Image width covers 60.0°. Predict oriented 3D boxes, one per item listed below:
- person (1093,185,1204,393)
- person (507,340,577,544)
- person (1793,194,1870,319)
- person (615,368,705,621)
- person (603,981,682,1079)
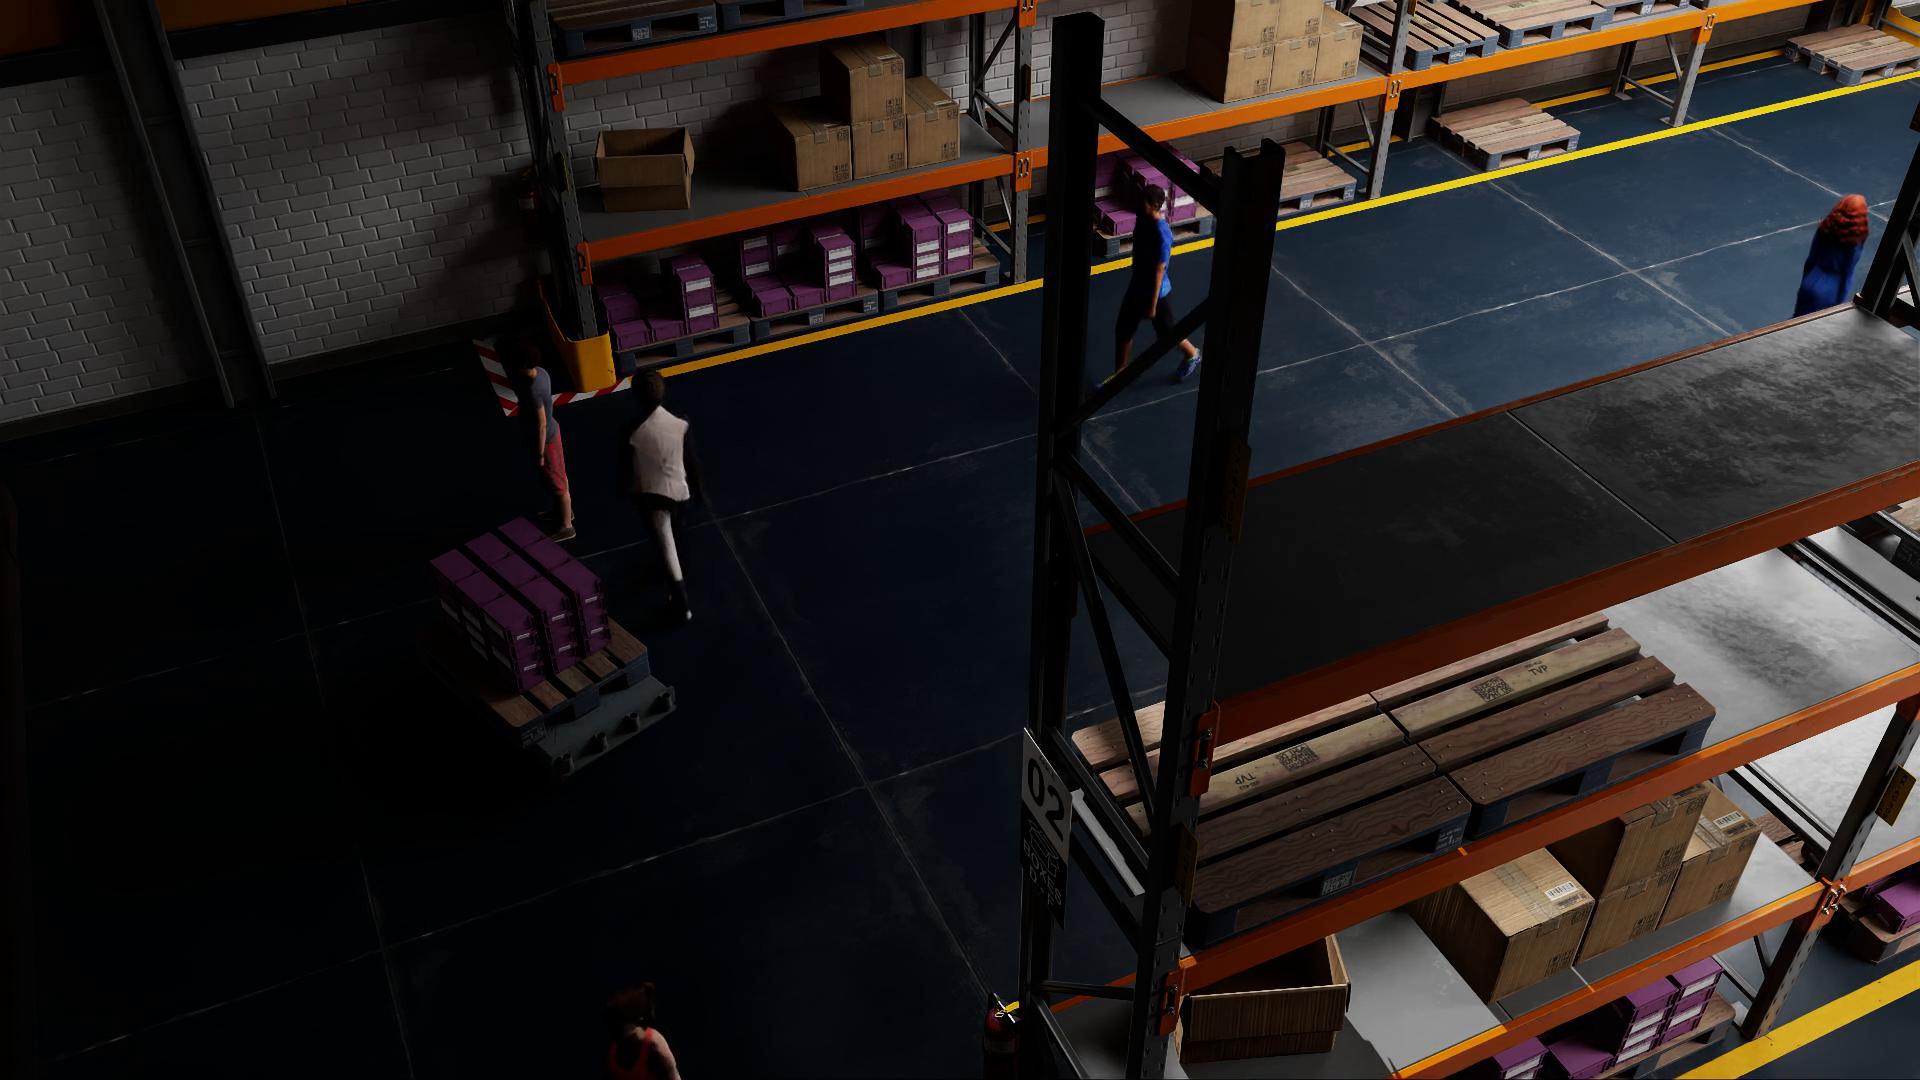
[{"bbox_3d":[1.633,-2.030,13.520,1.214,1.833,0.632,-18,42,-21],"label":"person"},{"bbox_3d":[-3.009,-0.731,12.040,0.604,1.651,0.630,-7,39,-8],"label":"person"},{"bbox_3d":[6.861,-1.904,13.375,0.716,1.817,0.630,-16,41,-19],"label":"person"},{"bbox_3d":[-1.983,-0.248,11.268,0.928,1.859,0.782,-19,42,-22],"label":"person"},{"bbox_3d":[-1.391,2.607,7.791,0.789,1.737,0.904,25,45,28],"label":"person"}]
